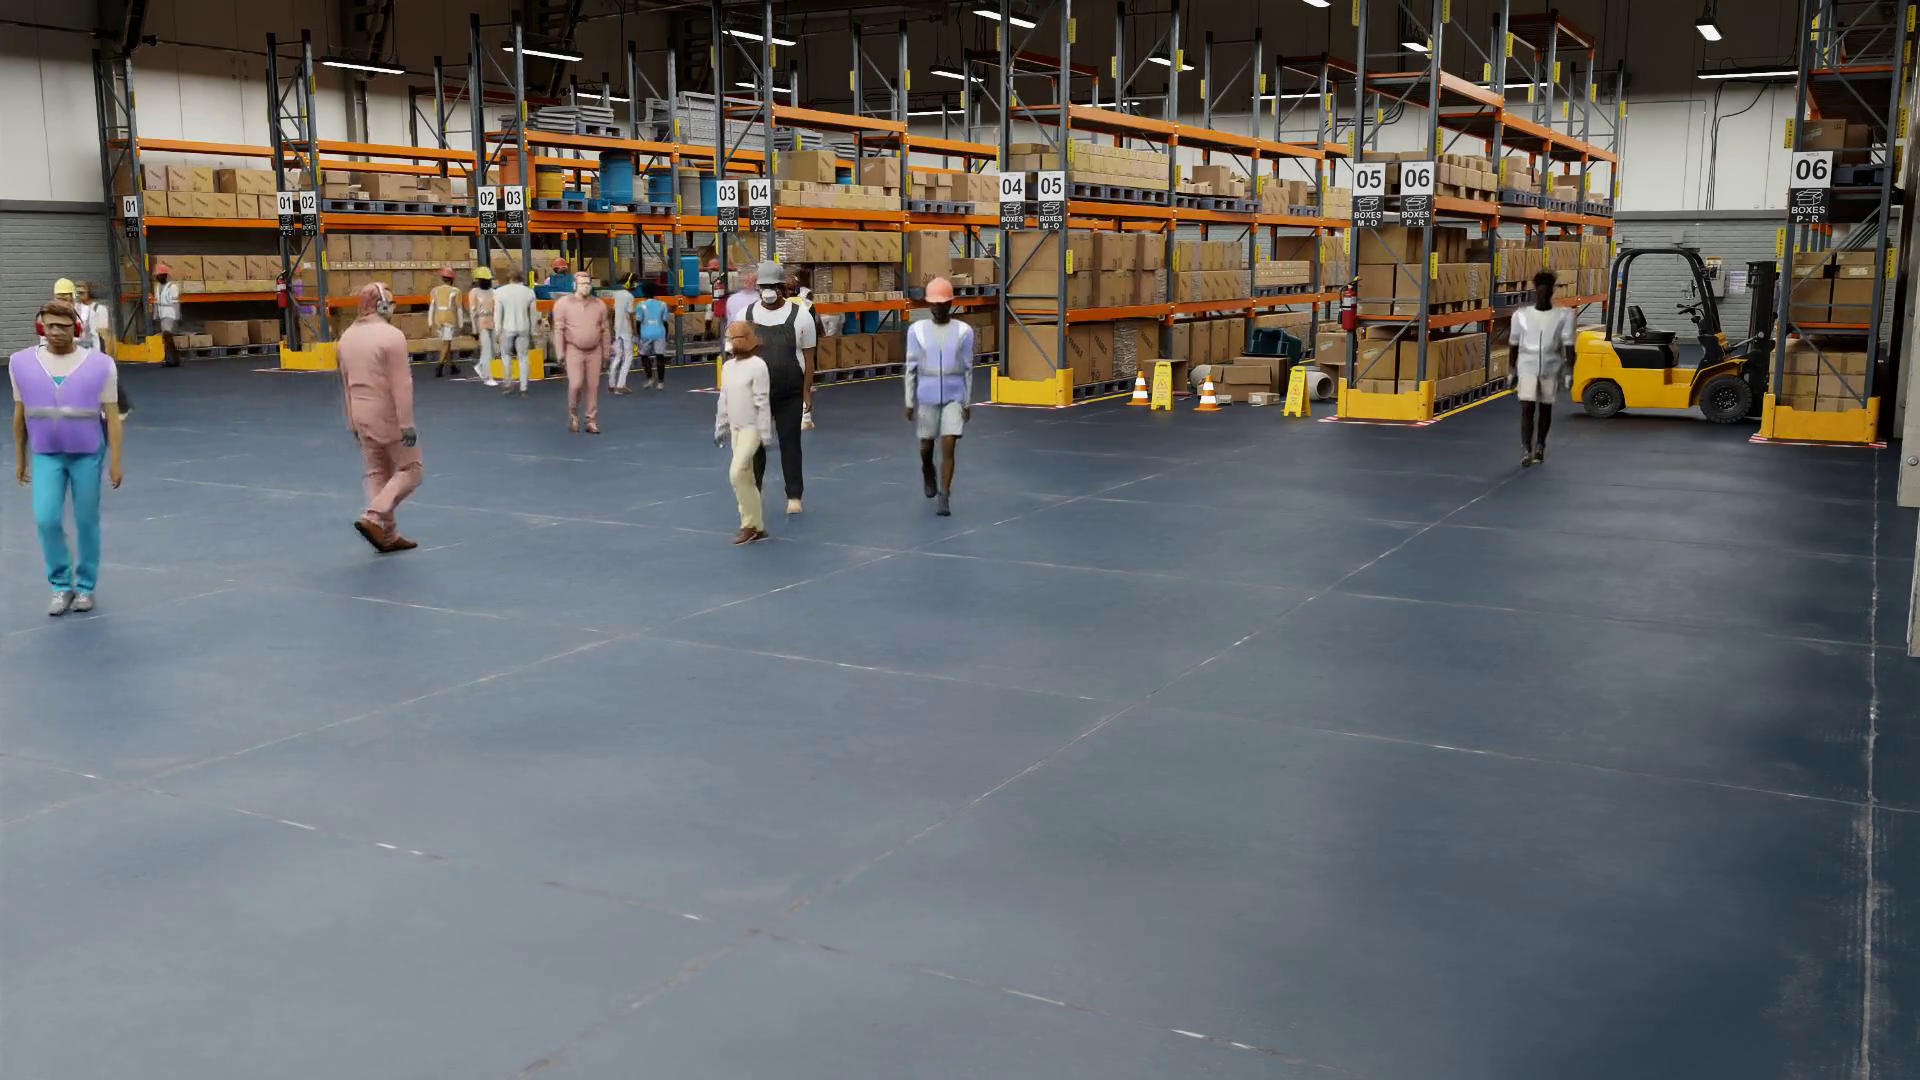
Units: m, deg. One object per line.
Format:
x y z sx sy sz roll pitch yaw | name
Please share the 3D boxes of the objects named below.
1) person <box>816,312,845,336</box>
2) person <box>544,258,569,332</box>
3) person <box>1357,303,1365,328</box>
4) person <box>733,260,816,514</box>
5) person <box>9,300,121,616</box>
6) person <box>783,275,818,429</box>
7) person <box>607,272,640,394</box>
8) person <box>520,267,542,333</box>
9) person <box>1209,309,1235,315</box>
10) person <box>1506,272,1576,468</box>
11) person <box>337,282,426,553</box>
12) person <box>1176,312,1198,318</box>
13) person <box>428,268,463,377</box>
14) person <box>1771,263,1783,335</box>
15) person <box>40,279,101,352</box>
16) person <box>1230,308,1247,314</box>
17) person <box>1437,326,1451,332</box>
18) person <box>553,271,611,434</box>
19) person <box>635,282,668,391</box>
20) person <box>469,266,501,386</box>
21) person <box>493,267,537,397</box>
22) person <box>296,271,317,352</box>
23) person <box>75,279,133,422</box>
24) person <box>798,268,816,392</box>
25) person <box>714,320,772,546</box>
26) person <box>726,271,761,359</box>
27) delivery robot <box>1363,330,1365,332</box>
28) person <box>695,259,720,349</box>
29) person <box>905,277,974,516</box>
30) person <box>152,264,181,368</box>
-2.415 -4.063 30.610 0.586 1.856 0.872 5 11 25 | person
-7.373 -4.188 30.778 0.391 2.034 0.605 9 13 41 | person
9.402 -5.586 39.418 1.033 1.890 0.653 2 10 13 | person
-1.510 -1.219 13.377 0.674 2.000 0.535 1 10 3 | person
-5.151 -0.464 9.585 0.591 1.819 0.592 -3 10 -16 | person
-2.010 -2.243 19.957 0.634 1.842 0.429 1 10 5 | person
-5.106 -3.117 25.115 0.445 1.829 0.659 -9 13 -42 | person
-8.333 -4.354 32.298 0.590 1.860 0.441 5 11 27 | person
5.791 -5.081 36.636 0.635 1.829 0.630 7 12 34 | person
5.719 -1.668 16.374 0.628 1.910 0.990 3 10 19 | person
-4.018 -0.830 11.521 0.676 1.891 0.474 7 12 35 | person
4.881 -4.939 35.890 0.649 1.791 0.952 8 12 39 | person
-8.944 -3.773 28.829 0.571 1.886 1.014 1 10 9 | person
16.817 -4.768 34.487 0.595 1.925 0.371 -8 13 -41 | person
-10.410 -2.137 19.430 0.614 1.803 0.741 -3 10 -15 | person
6.204 -5.237 37.570 0.515 1.810 1.031 5 11 26 | person
10.190 -4.895 35.083 0.643 1.971 0.649 6 11 30 | person
-4.380 -2.179 19.414 0.673 1.893 0.434 -6 11 -32 | person
-4.780 -3.144 25.725 0.587 1.660 0.629 -5 11 -29 | person
-7.631 -3.427 26.690 0.489 1.908 0.607 5 11 25 | person
-6.629 -3.093 24.729 0.655 1.904 0.864 -5 11 -28 | person
-13.527 -4.739 34.352 0.545 1.919 0.656 6 12 33 | person
-10.614 -2.304 20.449 0.513 1.802 0.954 2 10 11 | person
-2.454 -3.179 25.296 0.554 1.892 0.621 -8 12 -38 | person
-1.590 -0.756 11.912 0.516 1.614 0.523 -8 13 -39 | person
-2.630 -2.406 20.781 0.661 1.883 0.538 3 10 19 | person
8.919 -4.686 37.744 0.707 0.478 0.477 0 10 1 | delivery robot
-5.276 -4.993 35.605 0.629 1.988 1.045 4 11 23 | person
-0.167 -1.175 13.526 0.549 1.911 0.751 0 10 -1 | person
-14.787 -4.133 30.810 0.566 1.909 0.730 5 11 28 | person
